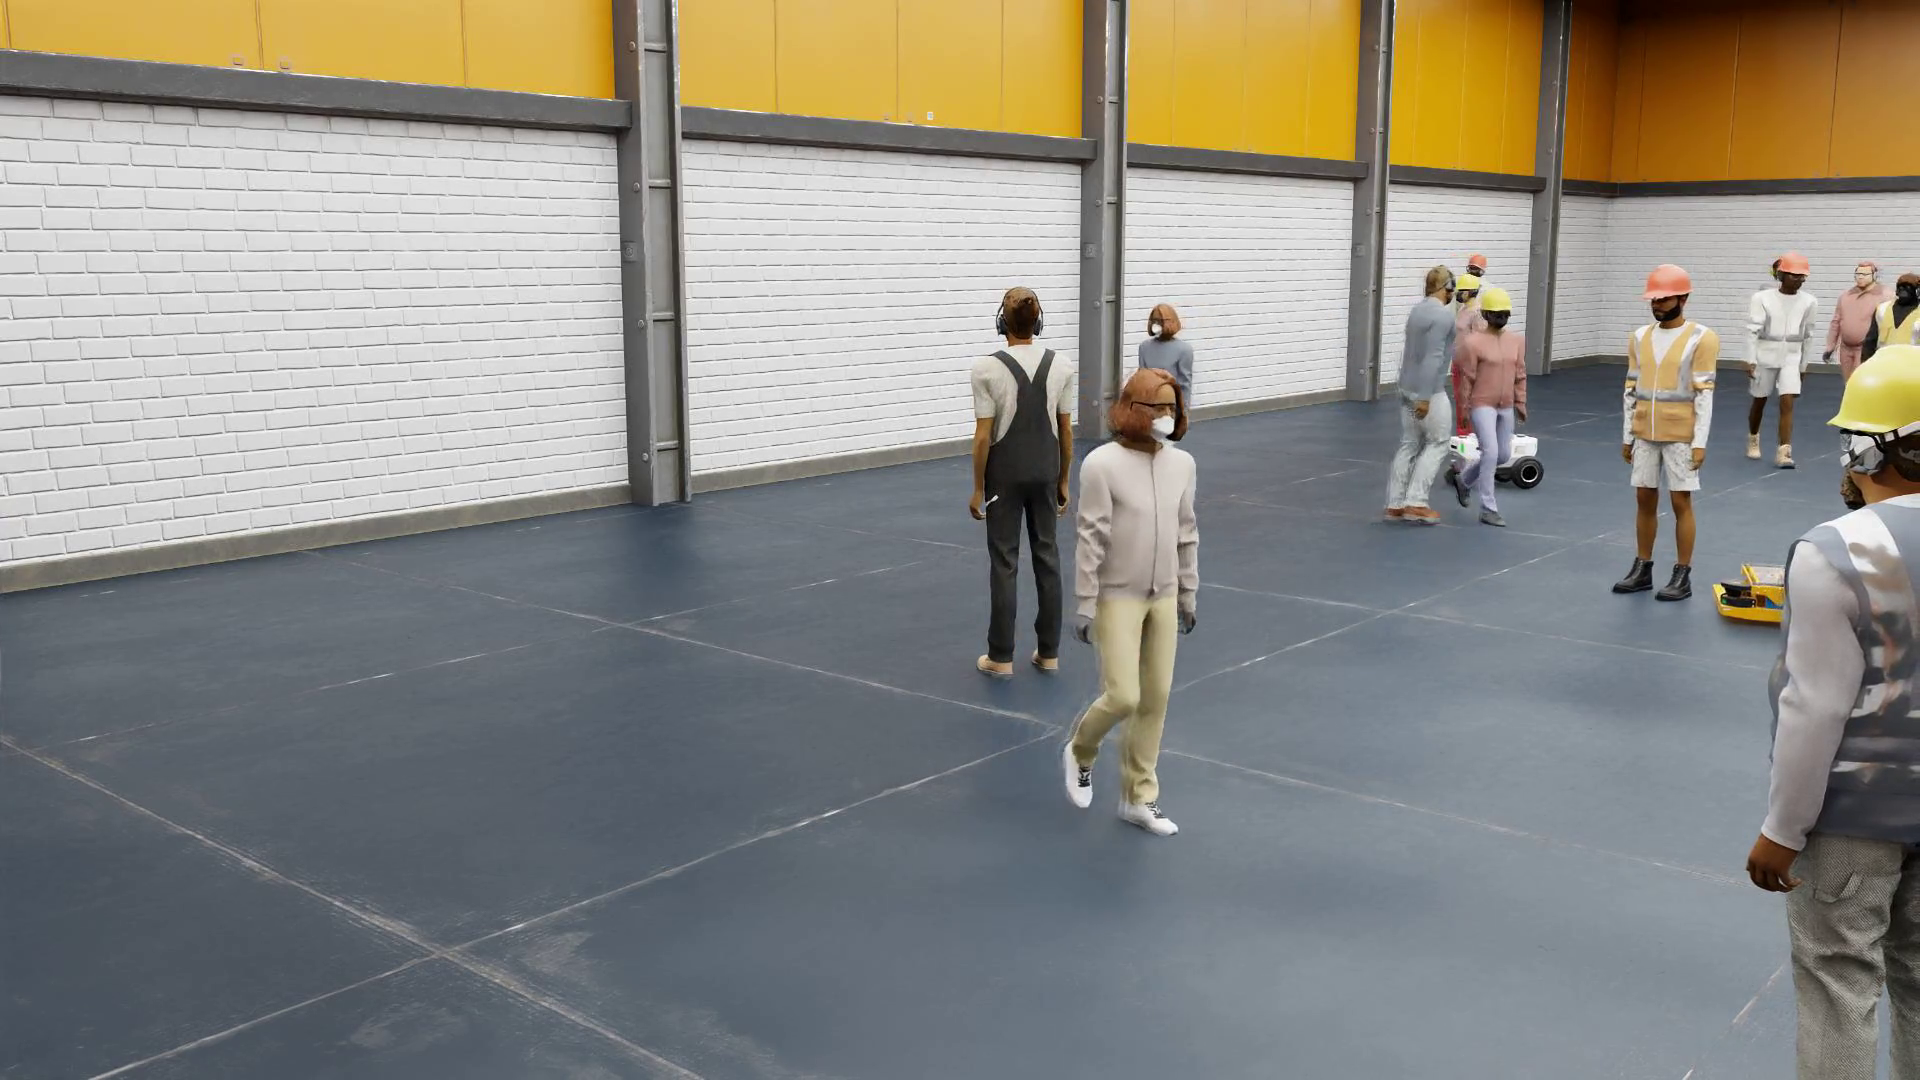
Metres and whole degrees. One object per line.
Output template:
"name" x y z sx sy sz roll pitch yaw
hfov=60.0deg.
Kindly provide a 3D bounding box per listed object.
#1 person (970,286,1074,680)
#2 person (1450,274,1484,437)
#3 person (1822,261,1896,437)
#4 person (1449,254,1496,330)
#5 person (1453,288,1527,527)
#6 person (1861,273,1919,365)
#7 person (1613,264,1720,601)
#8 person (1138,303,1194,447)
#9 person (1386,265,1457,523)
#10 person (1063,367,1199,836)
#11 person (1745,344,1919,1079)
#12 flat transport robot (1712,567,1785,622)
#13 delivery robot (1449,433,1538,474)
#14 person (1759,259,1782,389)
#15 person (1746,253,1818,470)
"person" 0.283 -0.261 7.826 0.508 1.846 0.345 -3 11 -19
"person" 5.018 -1.754 16.549 0.315 1.768 0.526 -1 10 -8
"person" 9.609 -2.045 17.893 0.726 1.885 0.648 -5 11 -26
"person" 6.777 -2.807 22.041 0.633 1.953 0.999 8 12 37
"person" 3.896 -0.999 12.321 0.522 1.740 0.673 -4 11 -22
"person" 8.769 -1.589 15.544 0.976 1.793 0.635 -7 12 -33
"person" 4.051 -0.610 9.590 0.398 1.930 0.548 -7 12 -36
"person" 1.557 -0.985 12.596 0.519 1.617 0.632 9 13 42
"person" 3.402 -1.066 12.250 0.535 1.897 0.649 -2 10 -9
"person" 0.599 0.209 5.764 0.529 1.617 0.403 -7 12 -34
"person" 1.866 0.522 3.400 0.600 1.830 0.403 -3 11 -19
"flat transport robot" 4.890 0.315 9.020 1.431 0.197 0.652 4 11 20
"delivery robot" 4.515 -0.771 14.133 0.707 0.478 0.477 -1 10 -7
"person" 11.774 -3.102 23.997 0.517 1.855 0.320 5 11 27
"person" 7.656 -1.685 15.571 0.619 1.990 1.090 2 10 12
